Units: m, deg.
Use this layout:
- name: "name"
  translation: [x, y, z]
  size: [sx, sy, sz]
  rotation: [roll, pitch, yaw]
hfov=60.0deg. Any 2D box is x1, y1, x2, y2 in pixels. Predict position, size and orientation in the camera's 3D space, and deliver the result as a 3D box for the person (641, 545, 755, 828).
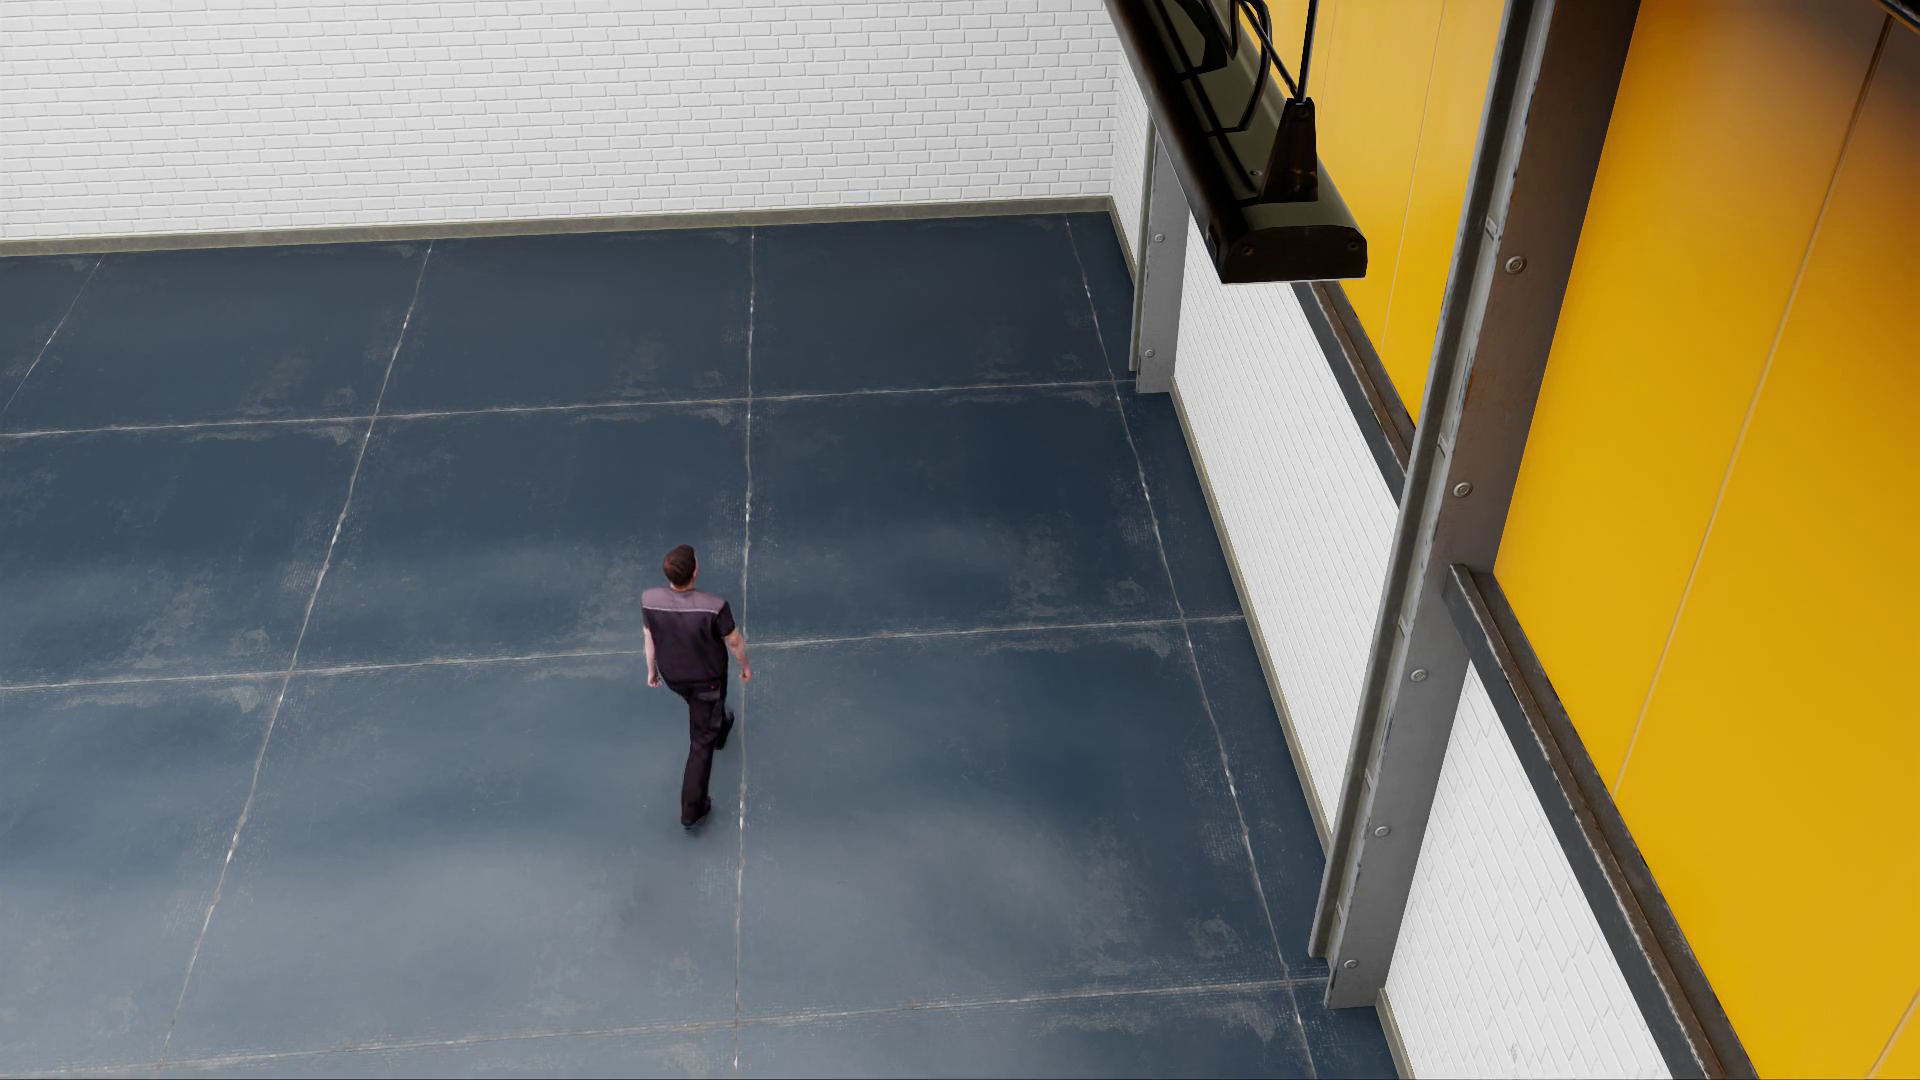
- name: "person"
  translation: [-1.555, 0.849, 9.608]
  size: [1.019, 1.803, 1.320]
  rotation: [9, 40, 12]
